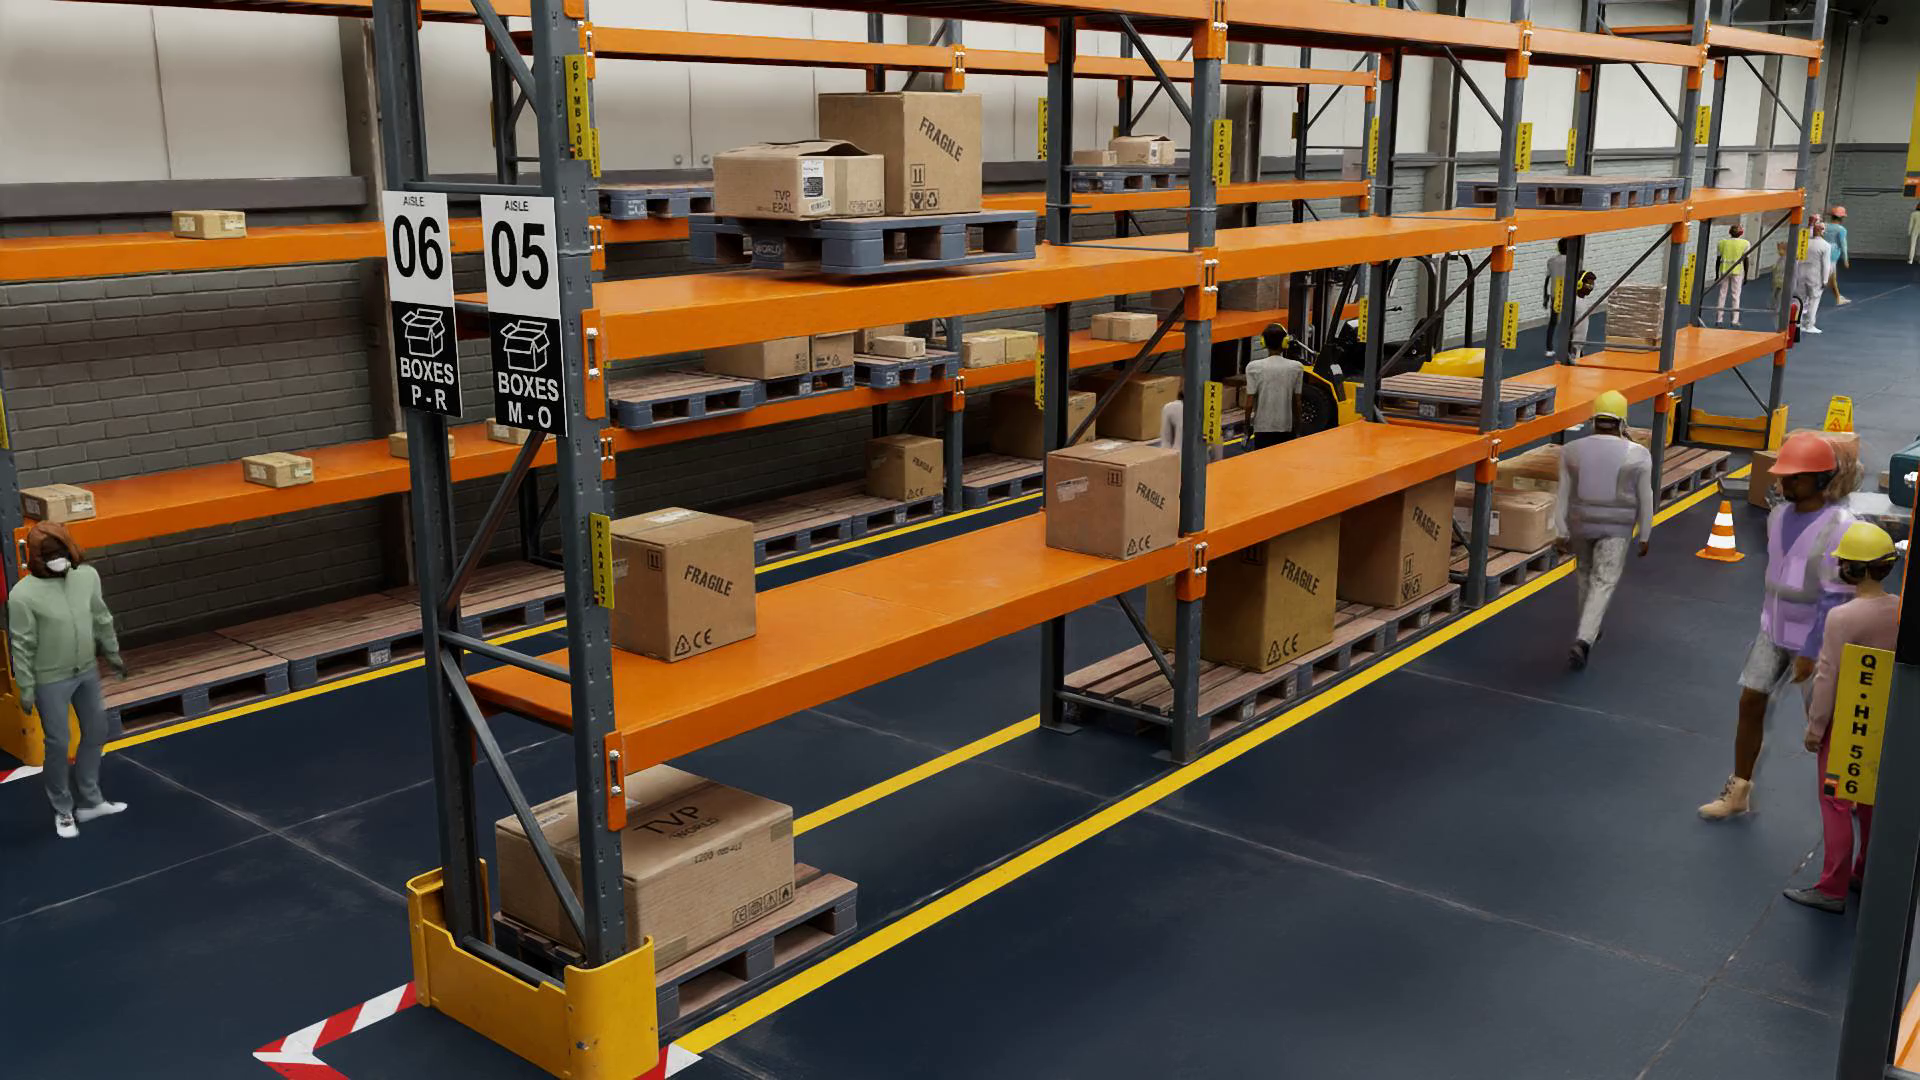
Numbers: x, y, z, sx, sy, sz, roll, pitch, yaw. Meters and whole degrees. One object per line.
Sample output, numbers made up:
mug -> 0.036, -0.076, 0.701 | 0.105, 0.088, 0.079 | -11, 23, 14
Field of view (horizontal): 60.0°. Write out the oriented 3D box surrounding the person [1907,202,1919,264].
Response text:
person -> 25.381, -8.137, 44.038 | 0.497, 1.634, 0.279 | 6, 15, 22

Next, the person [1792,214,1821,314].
person -> 16.298, -5.298, 31.942 | 0.399, 1.900, 0.645 | -4, 14, -15

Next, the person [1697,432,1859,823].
person -> 4.270, 0.448, 8.325 | 0.956, 2.015, 0.603 | -4, 14, -15

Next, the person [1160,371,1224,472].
person -> 1.842, -0.595, 13.421 | 0.501, 1.589, 0.862 | 8, 16, 28

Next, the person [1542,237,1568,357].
person -> 9.308, -3.742, 25.713 | 0.554, 1.848, 0.441 | 13, 19, 42

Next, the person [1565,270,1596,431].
person -> 7.200, -2.214, 19.450 | 0.326, 1.865, 0.518 | 8, 16, 30

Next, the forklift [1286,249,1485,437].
forklift -> 4.886, -2.214, 18.767 | 2.313, 2.155, 1.214 | 11, 18, 38

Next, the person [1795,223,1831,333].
person -> 14.835, -4.552, 28.910 | 0.399, 1.900, 0.636 | -6, 15, -24

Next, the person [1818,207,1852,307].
person -> 17.351, -5.620, 33.071 | 1.076, 1.986, 0.633 | -2, 14, -9

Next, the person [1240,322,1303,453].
person -> 2.648, -0.915, 14.163 | 0.519, 1.865, 0.335 | 0, 14, 0

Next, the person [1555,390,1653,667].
person -> 4.201, -0.079, 10.919 | 0.591, 1.799, 0.890 | 10, 17, 34

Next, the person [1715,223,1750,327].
person -> 13.811, -4.745, 29.788 | 0.564, 1.846, 0.390 | 11, 18, 38

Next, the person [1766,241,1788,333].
person -> 13.946, -4.250, 28.208 | 0.410, 1.622, 0.528 | 0, 14, -2

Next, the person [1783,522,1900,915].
person -> 3.985, 0.789, 7.455 | 0.519, 1.759, 0.351 | -8, 16, -31

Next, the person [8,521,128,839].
person -> -4.377, 0.674, 8.203 | 0.358, 1.616, 0.572 | 6, 15, 21
